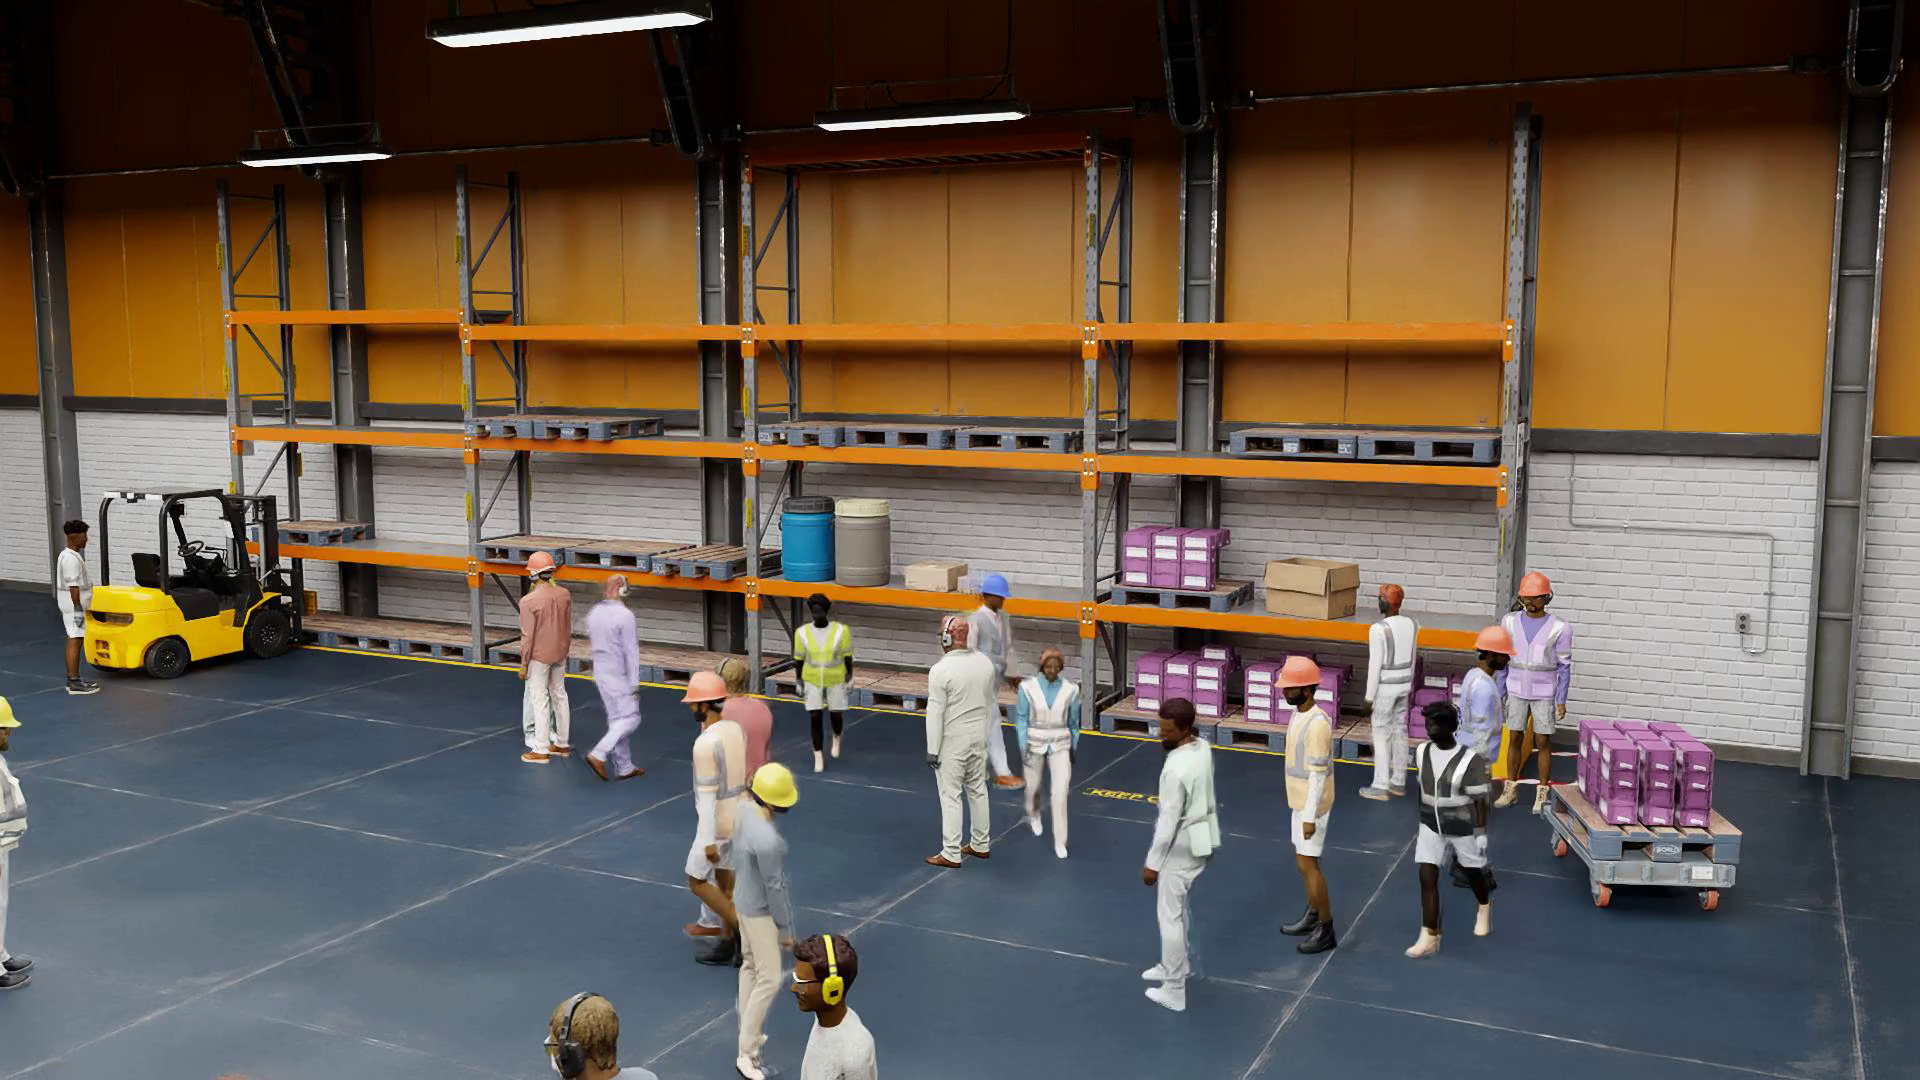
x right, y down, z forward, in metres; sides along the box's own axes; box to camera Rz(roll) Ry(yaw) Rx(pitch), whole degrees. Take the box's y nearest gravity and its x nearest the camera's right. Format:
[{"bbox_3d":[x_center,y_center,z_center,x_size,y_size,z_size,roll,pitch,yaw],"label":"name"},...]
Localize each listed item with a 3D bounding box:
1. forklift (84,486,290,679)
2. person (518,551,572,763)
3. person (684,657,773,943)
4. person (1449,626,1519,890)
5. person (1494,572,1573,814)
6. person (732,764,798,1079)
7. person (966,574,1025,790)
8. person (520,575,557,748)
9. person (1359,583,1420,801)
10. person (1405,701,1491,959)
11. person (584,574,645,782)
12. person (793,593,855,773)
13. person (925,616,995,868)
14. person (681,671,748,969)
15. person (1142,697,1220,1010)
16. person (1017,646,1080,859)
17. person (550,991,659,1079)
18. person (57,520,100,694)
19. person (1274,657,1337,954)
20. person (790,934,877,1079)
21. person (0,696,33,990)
[{"bbox_3d":[-9.426,0.454,20.179,1.214,2.155,2.313,3,8,26],"label":"forklift"},{"bbox_3d":[-3.912,1.098,15.671,0.377,1.995,0.612,4,8,30],"label":"person"},{"bbox_3d":[-1.531,1.712,10.915,0.785,1.911,0.658,5,8,35],"label":"person"},{"bbox_3d":[3.812,1.572,12.077,0.414,1.922,0.542,1,7,12],"label":"person"},{"bbox_3d":[4.801,1.279,13.975,0.605,2.045,0.377,5,8,35],"label":"person"},{"bbox_3d":[-1.079,2.034,9.081,0.333,1.720,0.651,-2,7,-19],"label":"person"},{"bbox_3d":[0.332,1.250,14.805,0.893,1.905,0.607,4,8,28],"label":"person"},{"bbox_3d":[-4.066,1.152,16.263,0.325,1.740,0.492,4,8,30],"label":"person"},{"bbox_3d":[3.721,1.307,14.402,0.582,1.883,0.351,-5,8,-35],"label":"person"},{"bbox_3d":[3.232,1.850,10.879,0.888,1.648,0.554,-7,10,-44],"label":"person"},{"bbox_3d":[-3.147,1.251,14.942,0.687,1.875,0.596,7,10,43],"label":"person"},{"bbox_3d":[-1.252,1.293,15.329,0.566,1.674,0.465,0,7,2],"label":"person"},{"bbox_3d":[-0.027,1.519,12.623,0.395,1.899,0.641,6,9,42],"label":"person"},{"bbox_3d":[-1.491,1.769,10.440,0.511,1.917,0.554,3,7,22],"label":"person"},{"bbox_3d":[1.317,1.845,9.985,0.488,1.881,0.708,3,7,22],"label":"person"},{"bbox_3d":[0.685,1.608,13.009,0.501,1.606,0.761,0,7,-2],"label":"person"},{"bbox_3d":[-1.149,2.387,5.315,0.386,1.927,0.641,2,7,18],"label":"person"},{"bbox_3d":[-9.939,0.745,18.710,0.366,1.962,0.614,-4,8,-32],"label":"person"},{"bbox_3d":[2.254,1.714,10.902,0.427,1.925,0.547,0,7,-2],"label":"person"},{"bbox_3d":[-0.461,2.329,6.021,0.311,1.869,0.533,-3,7,-21],"label":"person"},{"bbox_3d":[-5.932,1.850,10.189,0.403,1.818,0.606,-4,8,-30],"label":"person"}]
